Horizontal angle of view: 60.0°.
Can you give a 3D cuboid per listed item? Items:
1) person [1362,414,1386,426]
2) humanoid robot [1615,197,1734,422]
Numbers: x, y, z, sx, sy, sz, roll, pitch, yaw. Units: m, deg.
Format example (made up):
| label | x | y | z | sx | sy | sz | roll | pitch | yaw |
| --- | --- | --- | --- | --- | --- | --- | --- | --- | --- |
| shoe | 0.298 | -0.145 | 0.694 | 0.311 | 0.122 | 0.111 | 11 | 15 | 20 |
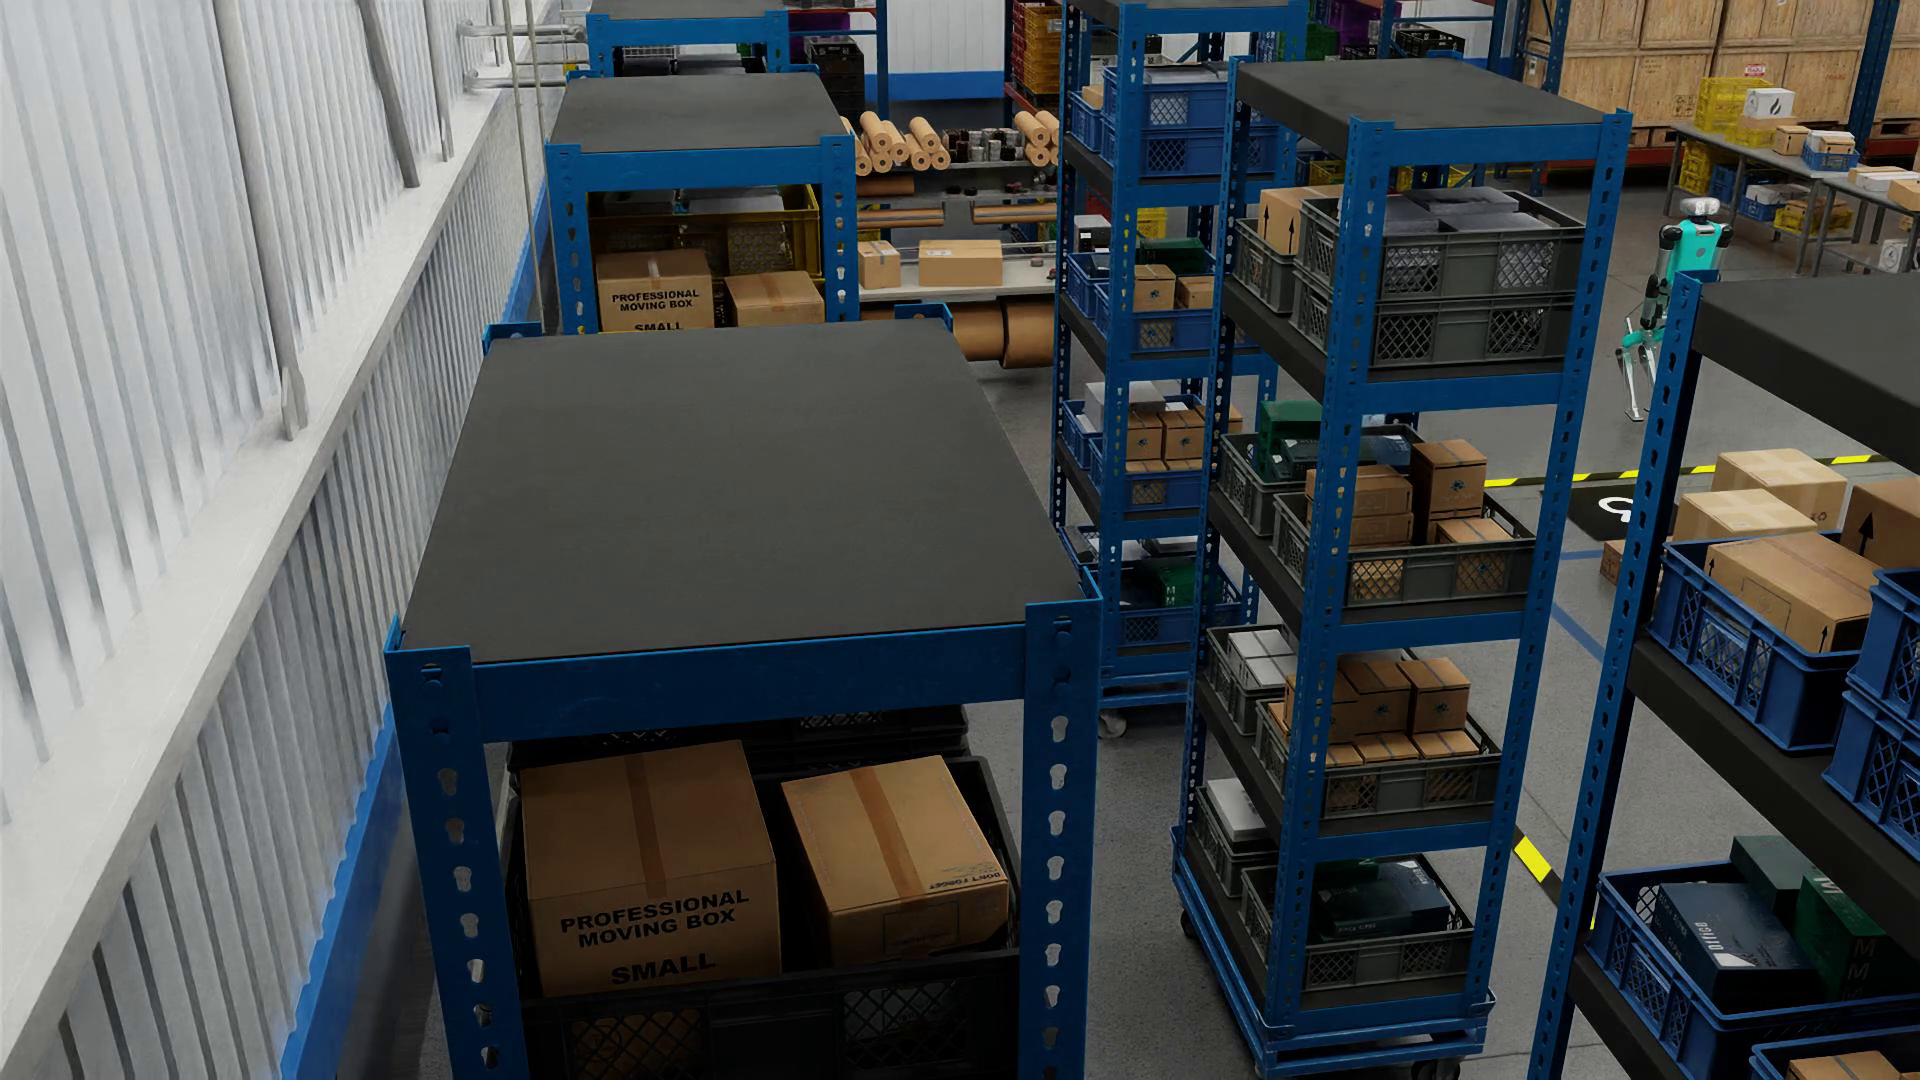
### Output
| label | x | y | z | sx | sy | sz | roll | pitch | yaw |
| --- | --- | --- | --- | --- | --- | --- | --- | --- | --- |
| person | 1.858 | 0.224 | 7.917 | 0.396 | 1.852 | 0.589 | 1 | 25 | 3 |
| humanoid robot | 5.108 | -1.714 | 12.107 | 0.533 | 1.677 | 0.735 | -4 | 25 | -9 |
